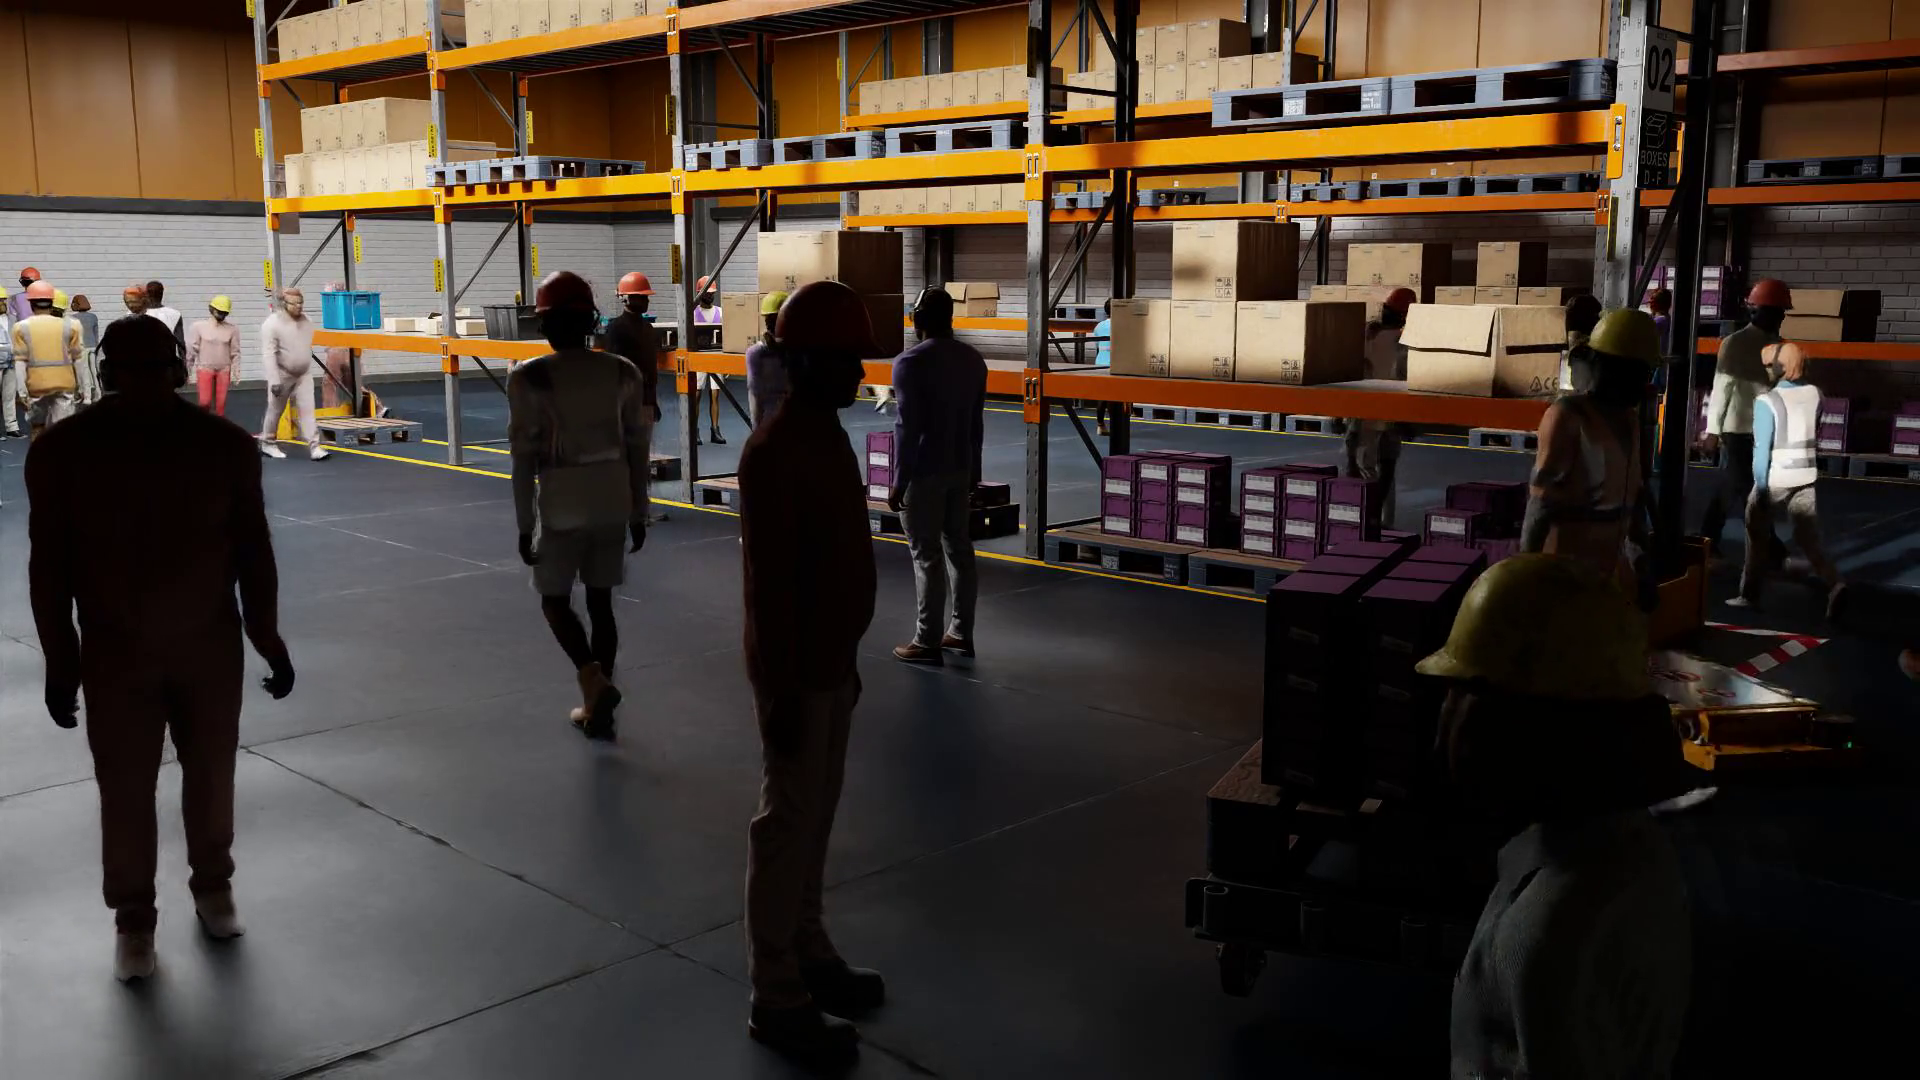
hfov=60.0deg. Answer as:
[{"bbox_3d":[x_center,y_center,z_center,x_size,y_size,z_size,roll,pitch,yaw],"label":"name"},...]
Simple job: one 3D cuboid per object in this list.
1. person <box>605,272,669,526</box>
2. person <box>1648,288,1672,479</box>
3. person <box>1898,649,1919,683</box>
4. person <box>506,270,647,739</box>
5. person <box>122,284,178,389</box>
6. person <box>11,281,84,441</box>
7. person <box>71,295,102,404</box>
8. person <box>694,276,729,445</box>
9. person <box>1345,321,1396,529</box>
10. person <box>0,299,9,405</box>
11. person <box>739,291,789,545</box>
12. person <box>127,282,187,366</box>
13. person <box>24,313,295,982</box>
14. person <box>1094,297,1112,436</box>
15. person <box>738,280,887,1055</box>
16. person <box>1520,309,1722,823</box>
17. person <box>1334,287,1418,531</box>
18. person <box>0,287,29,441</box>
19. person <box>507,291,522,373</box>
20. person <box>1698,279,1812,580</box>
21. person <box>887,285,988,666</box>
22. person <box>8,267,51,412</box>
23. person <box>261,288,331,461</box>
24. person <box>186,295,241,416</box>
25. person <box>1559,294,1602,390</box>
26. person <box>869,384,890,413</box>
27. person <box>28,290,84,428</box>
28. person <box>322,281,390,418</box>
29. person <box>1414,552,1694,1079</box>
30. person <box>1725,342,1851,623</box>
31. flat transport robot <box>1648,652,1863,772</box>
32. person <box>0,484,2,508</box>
[{"bbox_3d":[-2.560,-1.109,13.152,0.375,1.995,0.611,3,10,16],"label":"person"},{"bbox_3d":[6.763,-1.505,16.046,0.566,1.841,0.381,-8,12,-41],"label":"person"},{"bbox_3d":[4.700,-0.118,7.444,0.701,1.862,1.016,0,9,-3],"label":"person"},{"bbox_3d":[-1.586,-0.123,7.036,0.615,2.021,0.620,-6,11,-33],"label":"person"},{"bbox_3d":[-8.476,-1.734,17.394,0.609,1.864,0.420,3,10,19],"label":"person"},{"bbox_3d":[-8.278,-1.388,15.127,0.560,1.902,0.855,-6,11,-31],"label":"person"},{"bbox_3d":[-13.107,-2.847,24.906,0.281,1.636,0.500,3,10,16],"label":"person"},{"bbox_3d":[-2.909,-2.061,19.159,0.542,1.939,0.366,-5,10,-27],"label":"person"},{"bbox_3d":[3.089,-0.816,12.451,0.517,1.636,0.313,-7,11,-36],"label":"person"},{"bbox_3d":[-14.431,-2.990,24.544,0.536,2.000,0.688,9,13,42],"label":"person"},{"bbox_3d":[-1.244,-0.824,11.781,0.596,1.879,1.007,-6,11,-33],"label":"person"},{"bbox_3d":[-9.315,-2.055,19.346,0.598,1.860,1.005,-3,10,-20],"label":"person"},{"bbox_3d":[-2.342,0.288,4.889,0.662,1.905,0.405,-6,11,-33],"label":"person"},{"bbox_3d":[1.814,-2.072,19.990,0.320,1.694,0.534,-7,11,-35],"label":"person"},{"bbox_3d":[-0.377,0.322,4.383,0.399,1.989,0.622,2,9,11],"label":"person"},{"bbox_3d":[2.406,0.094,6.149,0.600,1.865,0.997,-9,13,-44],"label":"person"},{"bbox_3d":[3.081,-0.928,12.398,0.633,1.887,0.512,5,10,27],"label":"person"},{"bbox_3d":[-11.327,-2.090,19.648,0.403,1.837,0.589,3,10,19],"label":"person"},{"bbox_3d":[-5.297,-2.167,20.338,0.524,1.769,0.325,-9,13,-43],"label":"person"},{"bbox_3d":[5.282,-0.720,10.899,0.625,1.942,0.992,-6,11,-33],"label":"person"},{"bbox_3d":[-0.124,-0.328,8.532,0.356,1.938,0.638,8,12,41],"label":"person"},{"bbox_3d":[-13.032,-2.814,23.455,0.605,2.045,0.378,-1,9,-7],"label":"person"},{"bbox_3d":[-7.096,-1.735,17.556,1.077,1.826,0.646,6,11,34],"label":"person"},{"bbox_3d":[-8.367,-1.878,18.659,0.596,1.725,0.419,-7,12,-37],"label":"person"},{"bbox_3d":[4.328,-0.798,11.717,0.430,1.845,0.624,0,9,1],"label":"person"},{"bbox_3d":[-1.095,-2.565,23.198,0.531,1.620,0.370,-5,10,-27],"label":"person"},{"bbox_3d":[-10.233,-1.921,18.764,0.664,1.786,0.473,-3,10,-18],"label":"person"},{"bbox_3d":[-7.733,-2.318,20.963,0.884,1.876,0.643,-1,9,-6],"label":"person"},{"bbox_3d":[0.654,0.858,1.994,0.884,1.695,0.503,6,11,33],"label":"person"},{"bbox_3d":[4.794,-0.333,9.565,0.519,1.607,0.739,-3,10,-18],"label":"person"},{"bbox_3d":[3.178,0.708,7.286,0.652,0.197,1.431,-2,9,-9],"label":"flat transport robot"},{"bbox_3d":[-8.207,-1.038,13.814,0.310,1.636,0.523,-2,10,-13],"label":"person"}]
